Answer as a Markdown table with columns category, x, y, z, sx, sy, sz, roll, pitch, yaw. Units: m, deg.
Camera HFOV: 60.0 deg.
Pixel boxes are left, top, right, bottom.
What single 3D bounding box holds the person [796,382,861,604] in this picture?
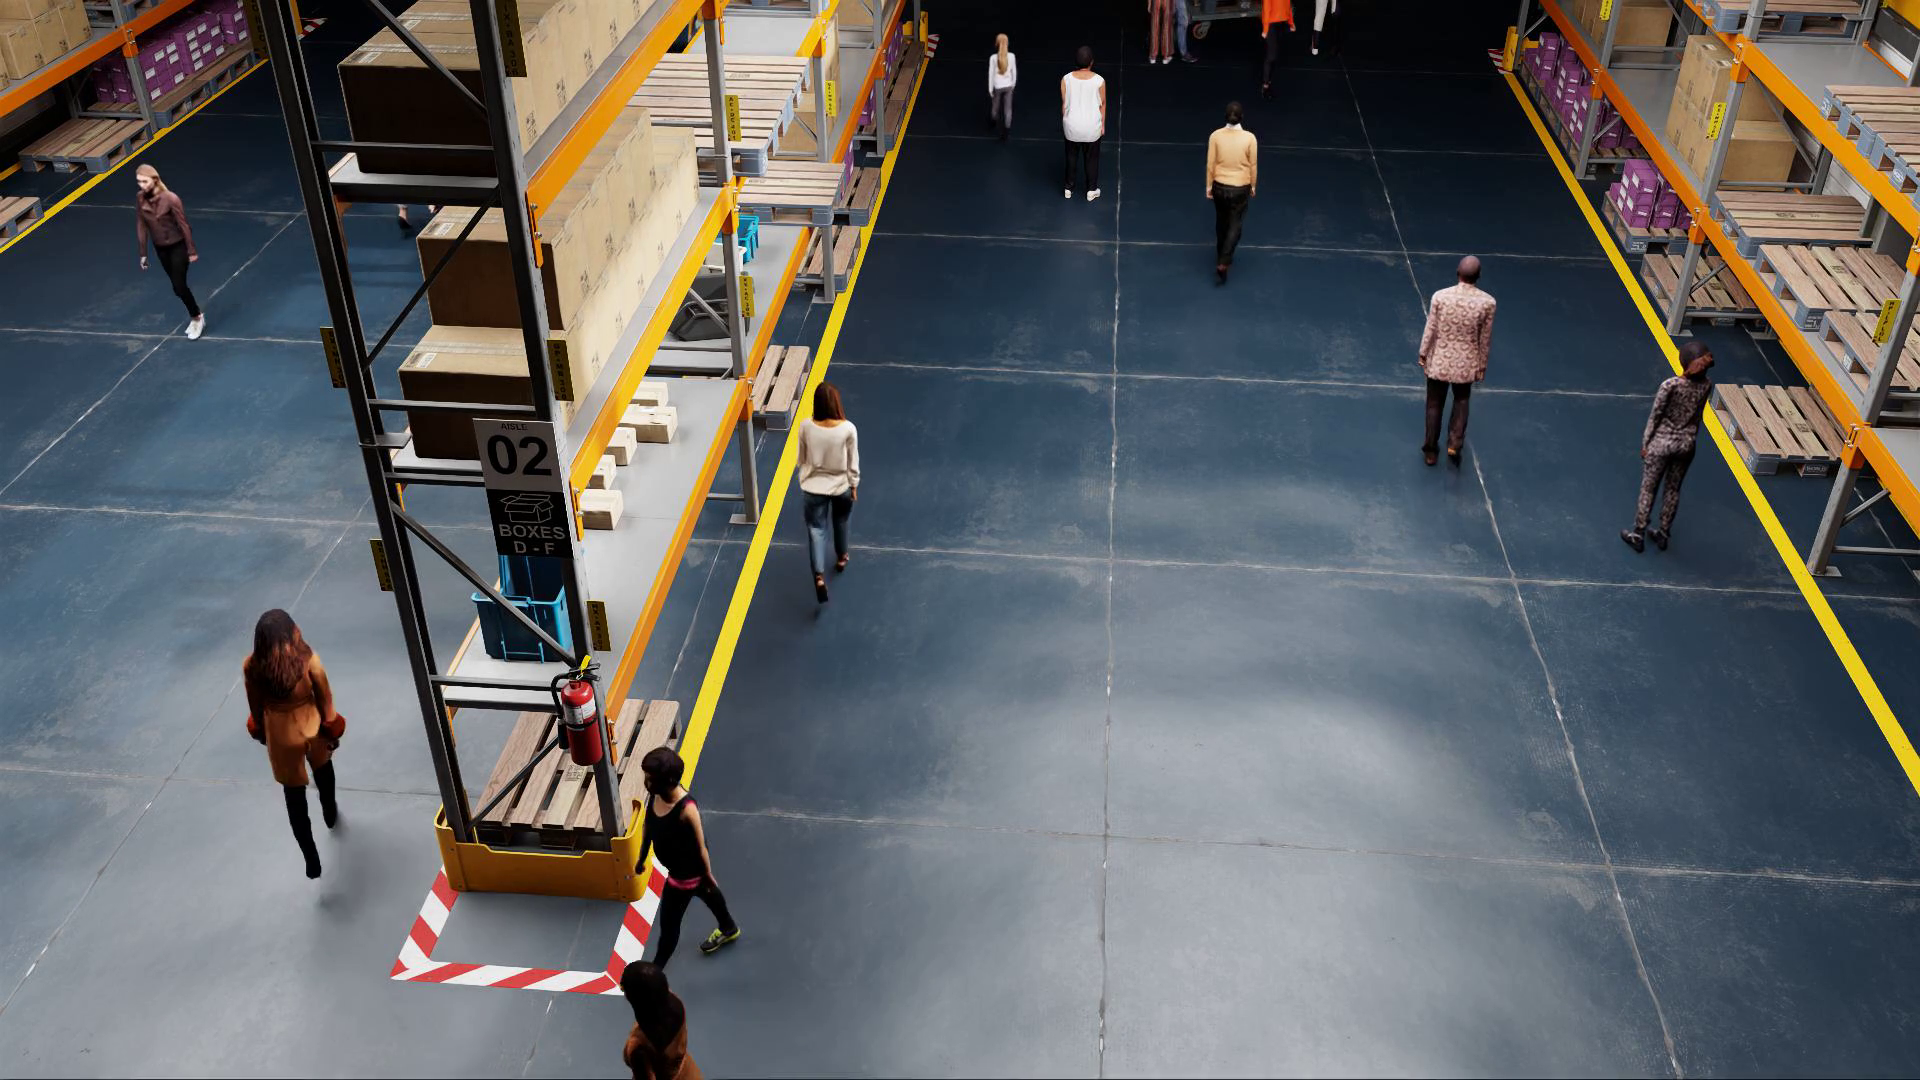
| category | x | y | z | sx | sy | sz | roll | pitch | yaw |
| --- | --- | --- | --- | --- | --- | --- | --- | --- | --- |
| person | -0.953 | -0.325 | 11.853 | 0.614 | 1.653 | 0.997 | 2 | 34 | 3 |

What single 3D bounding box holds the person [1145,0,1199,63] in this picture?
| category | x | y | z | sx | sy | sz | roll | pitch | yaw |
| --- | --- | --- | --- | --- | --- | --- | --- | --- | --- |
| person | 2.858 | -7.405 | 22.361 | 1.140 | 1.812 | 1.186 | 25 | 41 | 32 |

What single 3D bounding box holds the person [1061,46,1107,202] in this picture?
| category | x | y | z | sx | sy | sz | roll | pitch | yaw |
| --- | --- | --- | --- | --- | --- | --- | --- | --- | --- |
| person | 1.346 | -4.570 | 18.208 | 0.709 | 1.688 | 0.673 | 10 | 35 | 15 |

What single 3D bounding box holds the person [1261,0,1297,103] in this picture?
| category | x | y | z | sx | sy | sz | roll | pitch | yaw |
| --- | --- | --- | --- | --- | --- | --- | --- | --- | --- |
| person | 3.930 | -6.491 | 21.048 | 0.800 | 1.745 | 0.704 | 22 | 40 | 30 |

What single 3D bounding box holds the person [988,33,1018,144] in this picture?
| category | x | y | z | sx | sy | sz | roll | pitch | yaw |
| --- | --- | --- | --- | --- | --- | --- | --- | --- | --- |
| person | 0.521 | -5.346 | 19.772 | 0.578 | 1.250 | 0.903 | -2 | 34 | -3 |

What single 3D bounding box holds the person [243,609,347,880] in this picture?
| category | x | y | z | sx | sy | sz | roll | pitch | yaw |
| --- | --- | --- | --- | --- | --- | --- | --- | --- | --- |
| person | -3.806 | 1.174 | 9.558 | 0.966 | 1.698 | 1.183 | -10 | 35 | -15 |

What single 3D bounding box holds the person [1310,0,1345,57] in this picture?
| category | x | y | z | sx | sy | sz | roll | pitch | yaw |
| --- | --- | --- | --- | --- | --- | --- | --- | --- | --- |
| person | 5.028 | -7.531 | 22.478 | 0.716 | 1.893 | 0.643 | 9 | 35 | 13 |

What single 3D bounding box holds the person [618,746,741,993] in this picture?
| category | x | y | z | sx | sy | sz | roll | pitch | yaw |
| --- | --- | --- | --- | --- | --- | --- | --- | --- | --- |
| person | -1.421 | 1.691 | 8.943 | 0.965 | 1.519 | 0.984 | -20 | 39 | -28 |

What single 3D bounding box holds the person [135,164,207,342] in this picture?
| category | x | y | z | sx | sy | sz | roll | pitch | yaw |
| --- | --- | --- | --- | --- | --- | --- | --- | --- | --- |
| person | -7.254 | -2.719 | 15.426 | 0.658 | 1.686 | 0.668 | 9 | 35 | 13 |

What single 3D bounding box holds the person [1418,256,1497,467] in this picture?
| category | x | y | z | sx | sy | sz | roll | pitch | yaw |
| --- | --- | --- | --- | --- | --- | --- | --- | --- | --- |
| person | 3.939 | -1.381 | 13.315 | 0.703 | 1.795 | 0.635 | 6 | 34 | 9 |

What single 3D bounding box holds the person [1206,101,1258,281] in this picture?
| category | x | y | z | sx | sy | sz | roll | pitch | yaw |
| --- | --- | --- | --- | --- | --- | --- | --- | --- | --- |
| person | 2.677 | -3.449 | 16.480 | 0.907 | 1.735 | 1.206 | 14 | 36 | 20 |

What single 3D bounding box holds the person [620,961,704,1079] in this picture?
| category | x | y | z | sx | sy | sz | roll | pitch | yaw |
| --- | --- | --- | --- | --- | --- | --- | --- | --- | --- |
| person | -1.255 | 2.556 | 7.526 | 0.829 | 1.646 | 1.053 | 11 | 35 | 16 |

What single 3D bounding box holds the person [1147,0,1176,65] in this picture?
| category | x | y | z | sx | sy | sz | roll | pitch | yaw |
| --- | --- | --- | --- | --- | --- | --- | --- | --- | --- |
| person | 2.710 | -7.193 | 22.269 | 0.567 | 1.561 | 0.514 | 5 | 34 | 8 |

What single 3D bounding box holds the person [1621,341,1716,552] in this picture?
| category | x | y | z | sx | sy | sz | roll | pitch | yaw |
| --- | --- | --- | --- | --- | --- | --- | --- | --- | --- |
| person | 5.288 | -0.694 | 12.353 | 0.592 | 1.715 | 0.600 | -2 | 34 | -3 |
